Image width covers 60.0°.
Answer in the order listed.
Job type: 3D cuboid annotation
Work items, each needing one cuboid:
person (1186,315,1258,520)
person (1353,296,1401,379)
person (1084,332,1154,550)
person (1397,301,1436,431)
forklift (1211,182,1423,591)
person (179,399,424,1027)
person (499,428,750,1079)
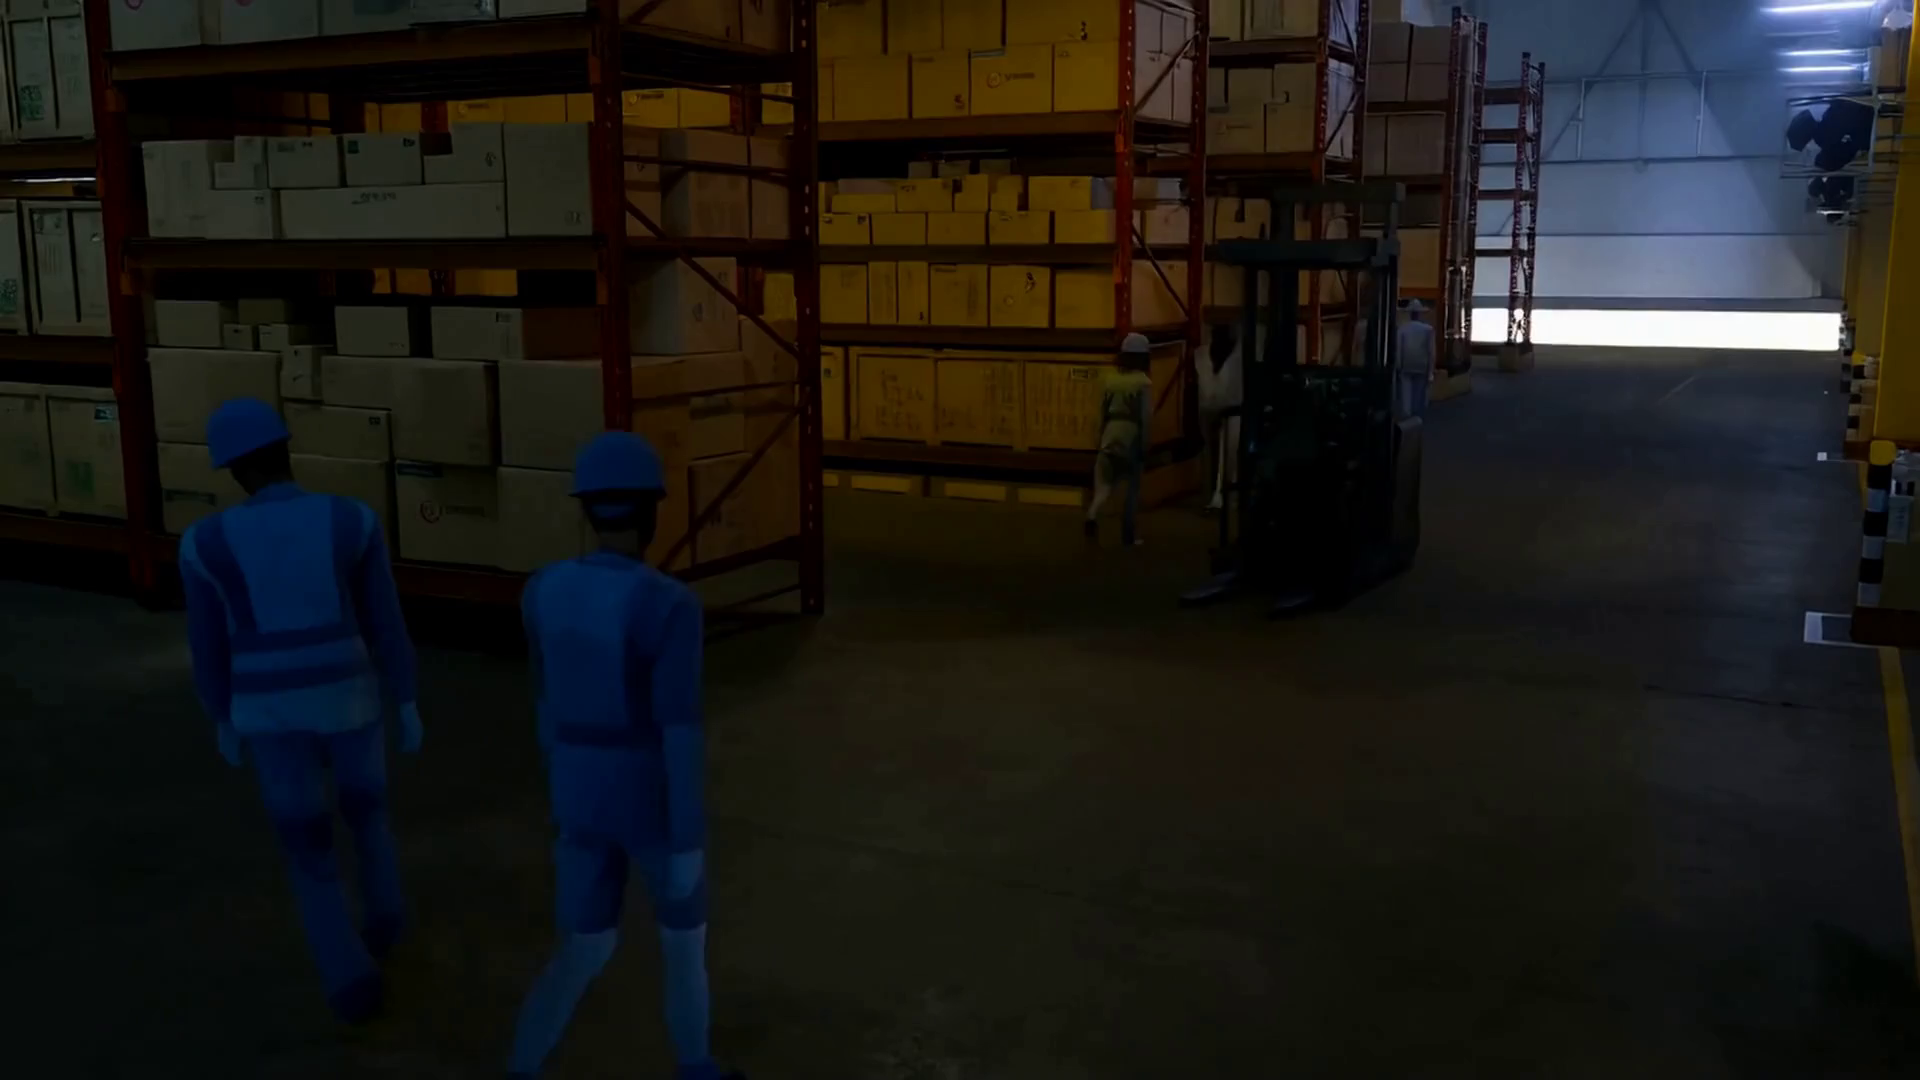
[{"bbox_3d":[2.317,-1.097,14.775,0.615,1.786,0.985,5,11,28],"label":"person"},{"bbox_3d":[5.131,-2.104,20.531,0.605,1.813,0.723,5,11,27],"label":"person"},{"bbox_3d":[1.256,-0.760,12.998,0.523,1.723,0.541,8,13,39],"label":"person"},{"bbox_3d":[5.870,-2.221,21.462,0.591,1.708,0.856,5,11,26],"label":"person"},{"bbox_3d":[2.701,-1.192,12.149,1.129,2.768,1.873,5,11,27],"label":"forklift"},{"bbox_3d":[-2.044,0.504,5.211,0.659,1.886,0.926,-5,11,-25],"label":"person"},{"bbox_3d":[-0.897,0.678,4.189,0.556,1.908,0.777,5,11,25],"label":"person"}]
